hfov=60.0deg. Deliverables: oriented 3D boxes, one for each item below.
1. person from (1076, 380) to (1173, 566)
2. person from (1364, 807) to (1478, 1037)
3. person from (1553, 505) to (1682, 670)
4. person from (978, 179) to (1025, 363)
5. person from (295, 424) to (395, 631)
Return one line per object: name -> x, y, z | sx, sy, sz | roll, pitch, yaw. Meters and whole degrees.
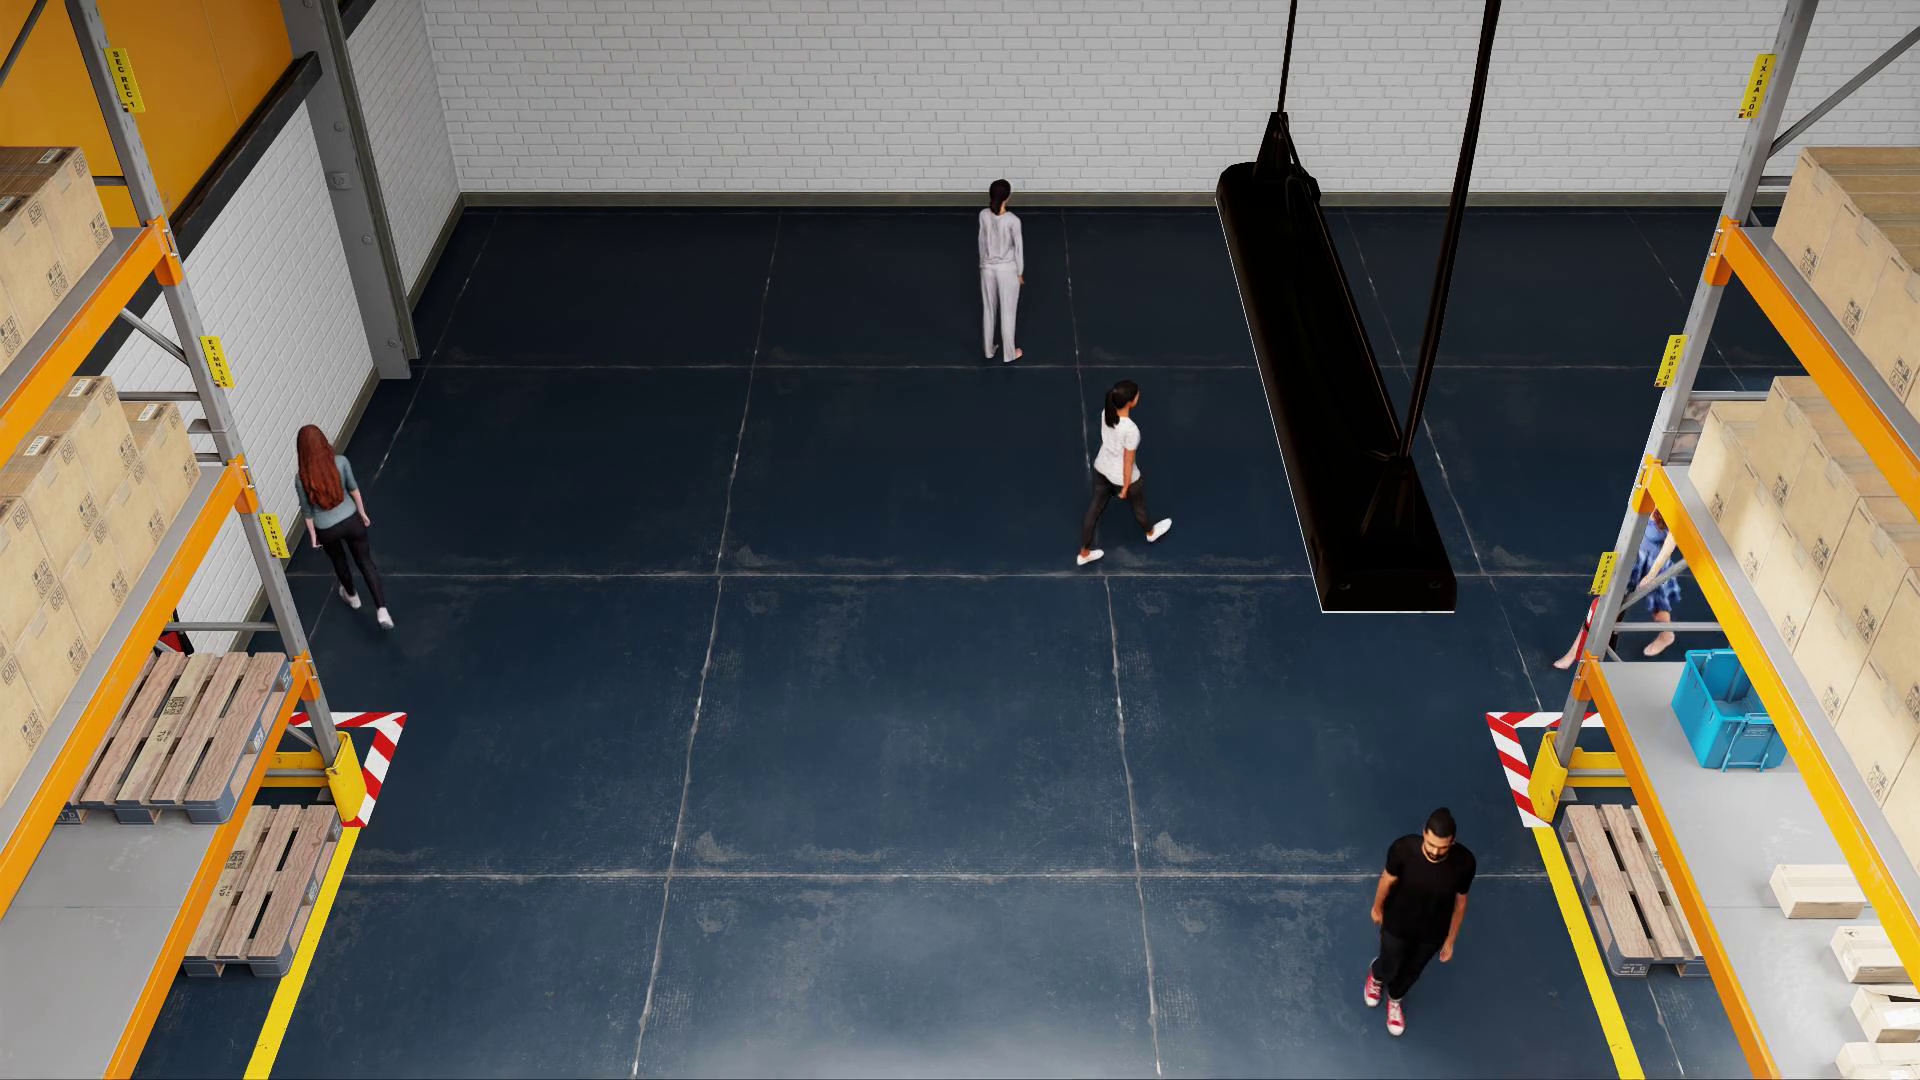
person -> 1.115, -0.468, 12.638 | 1.033, 1.588, 1.061 | -25, 45, -28
person -> 2.562, 2.068, 9.338 | 0.653, 1.743, 0.698 | 5, 39, 7
person -> 4.858, 0.229, 11.634 | 0.931, 1.753, 1.169 | -11, 40, -13
person -> 0.354, -2.409, 14.920 | 0.668, 1.773, 0.682 | 19, 43, 23
person -> -4.454, -0.056, 12.016 | 0.984, 1.721, 1.136 | -24, 45, -27
